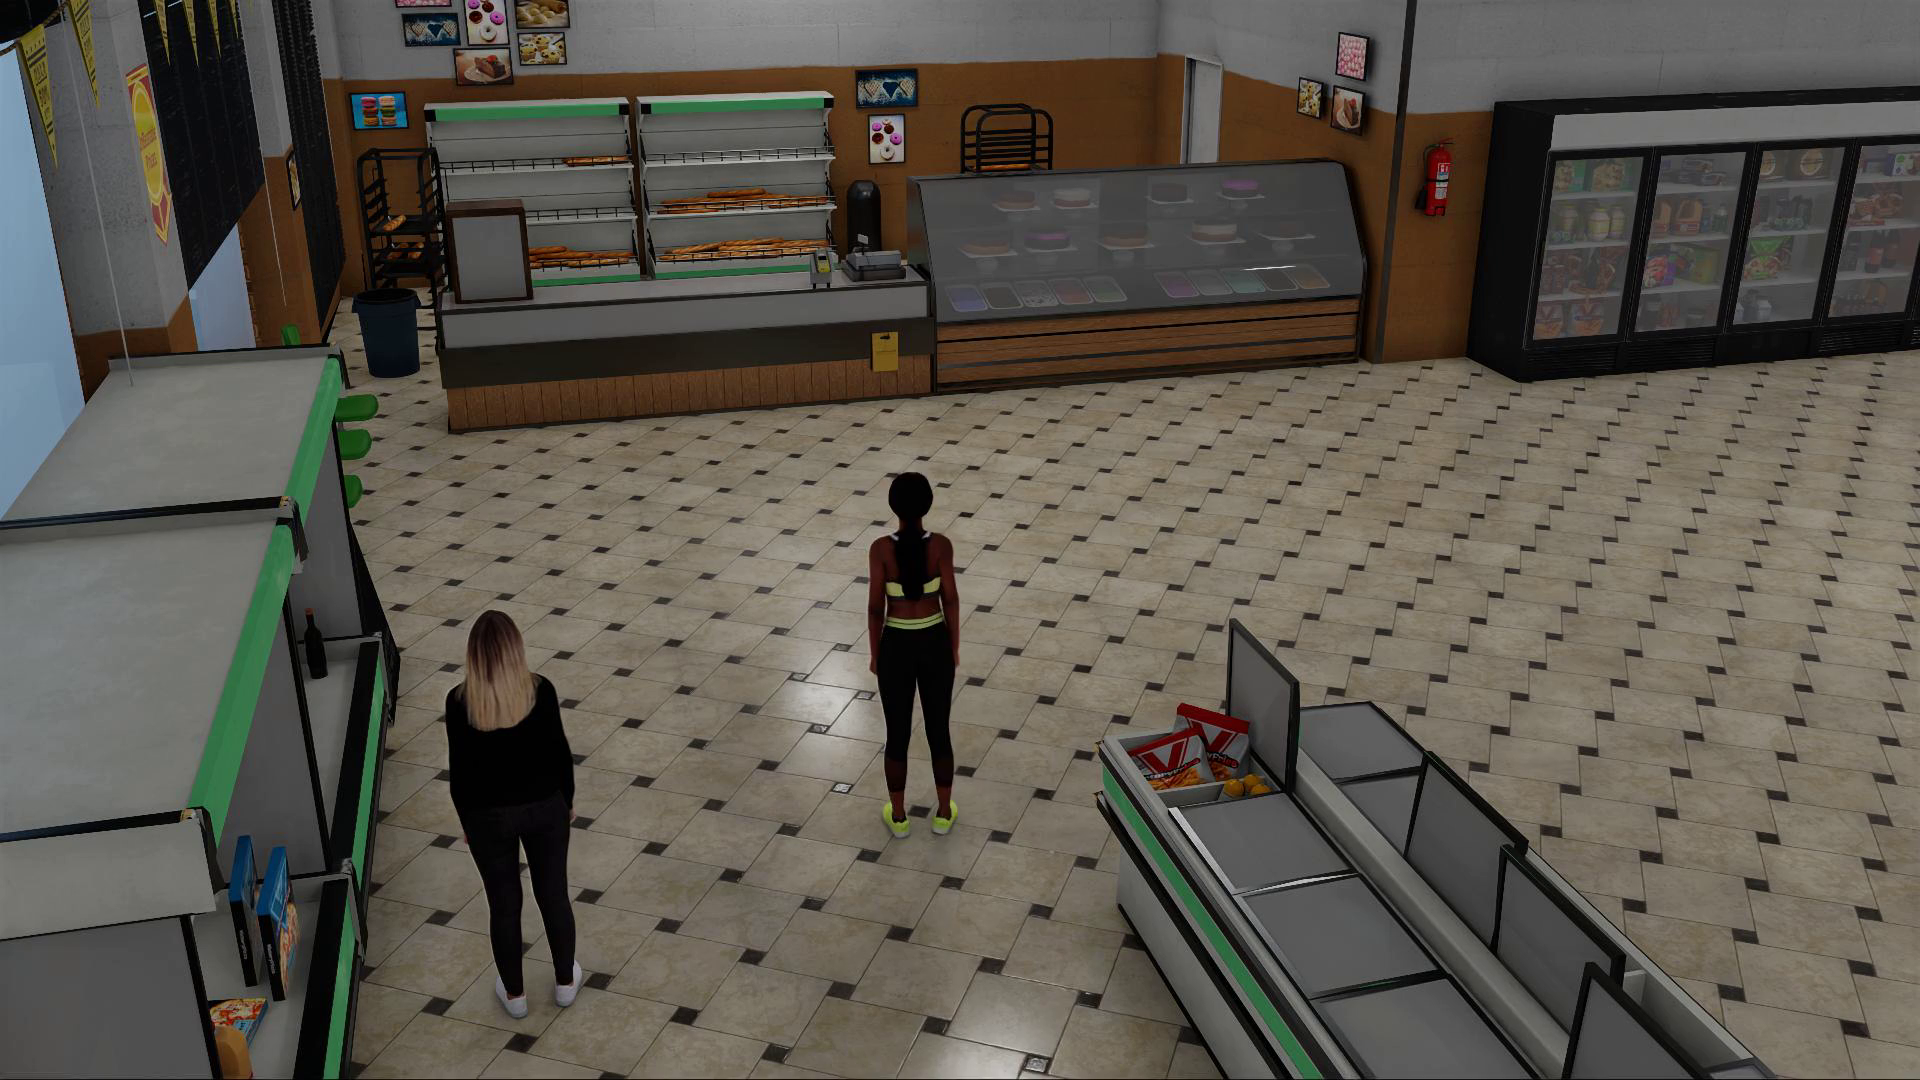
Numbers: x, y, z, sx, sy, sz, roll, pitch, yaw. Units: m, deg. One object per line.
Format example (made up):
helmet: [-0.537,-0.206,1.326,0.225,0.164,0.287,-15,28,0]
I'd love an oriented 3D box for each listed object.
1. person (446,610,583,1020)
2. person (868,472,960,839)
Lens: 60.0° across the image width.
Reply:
person: [-1.680,1.048,6.297,0.610,1.687,0.536,-7,23,-17]
person: [-0.201,0.530,7.494,0.593,1.755,0.550,-2,22,-5]
